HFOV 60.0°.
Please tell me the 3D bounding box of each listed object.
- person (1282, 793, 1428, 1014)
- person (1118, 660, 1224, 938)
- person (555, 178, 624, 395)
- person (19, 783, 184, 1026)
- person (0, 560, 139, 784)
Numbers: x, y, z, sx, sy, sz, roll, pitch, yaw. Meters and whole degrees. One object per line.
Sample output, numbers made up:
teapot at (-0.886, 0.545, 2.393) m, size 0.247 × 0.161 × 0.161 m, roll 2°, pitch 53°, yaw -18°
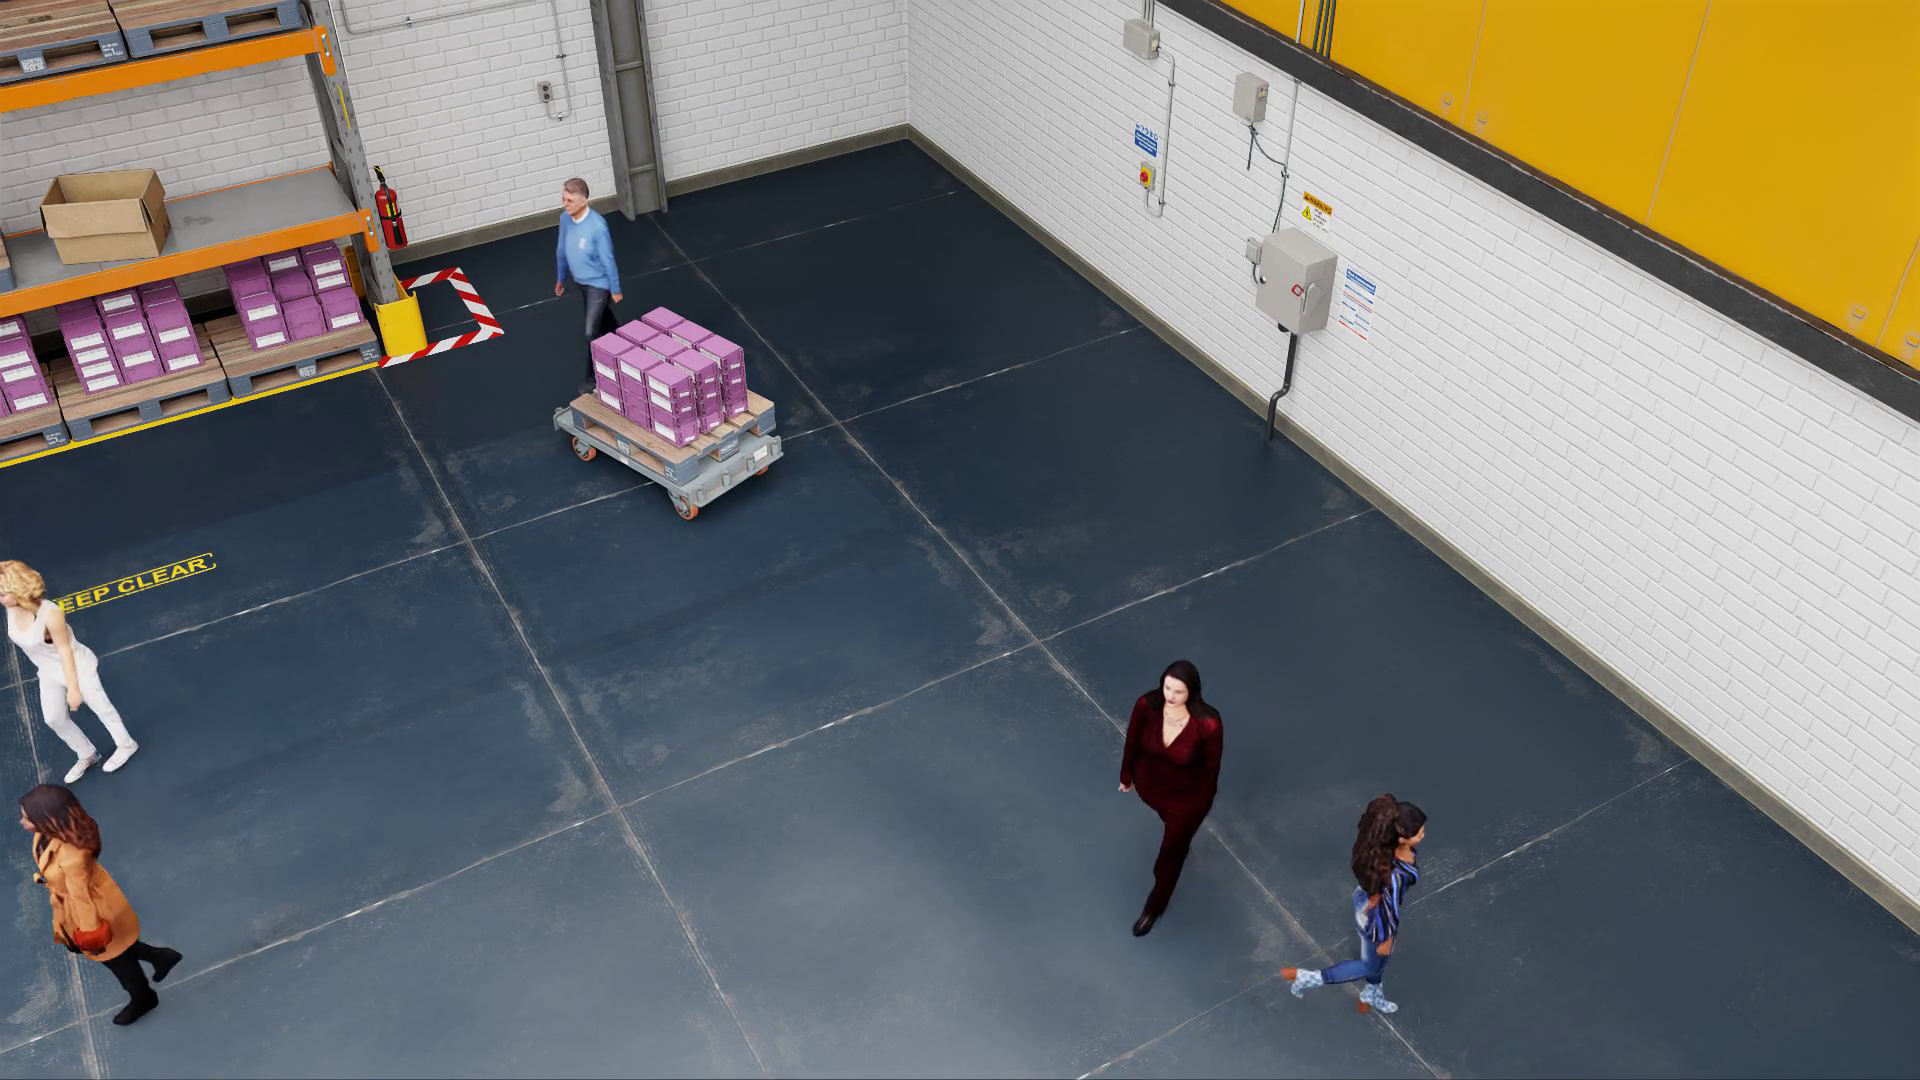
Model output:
person at (2.044, 1.889, 8.430) m, size 0.997 × 1.604 × 0.896 m, roll 3°, pitch 39°, yaw 4°
person at (1.196, 1.278, 9.120) m, size 1.023 × 1.698 × 1.243 m, roll 21°, pitch 43°, yaw 24°
person at (-2.866, -2.107, 13.287) m, size 0.808 × 1.789 × 0.945 m, roll 29°, pitch 47°, yaw 32°
person at (-4.301, 1.823, 8.427) m, size 0.754 × 1.712 × 0.740 m, roll -24°, pitch 44°, yaw -27°
person at (-5.230, 0.708, 9.871) m, size 0.771 × 1.651 × 0.828 m, roll 13°, pitch 40°, yaw 16°
